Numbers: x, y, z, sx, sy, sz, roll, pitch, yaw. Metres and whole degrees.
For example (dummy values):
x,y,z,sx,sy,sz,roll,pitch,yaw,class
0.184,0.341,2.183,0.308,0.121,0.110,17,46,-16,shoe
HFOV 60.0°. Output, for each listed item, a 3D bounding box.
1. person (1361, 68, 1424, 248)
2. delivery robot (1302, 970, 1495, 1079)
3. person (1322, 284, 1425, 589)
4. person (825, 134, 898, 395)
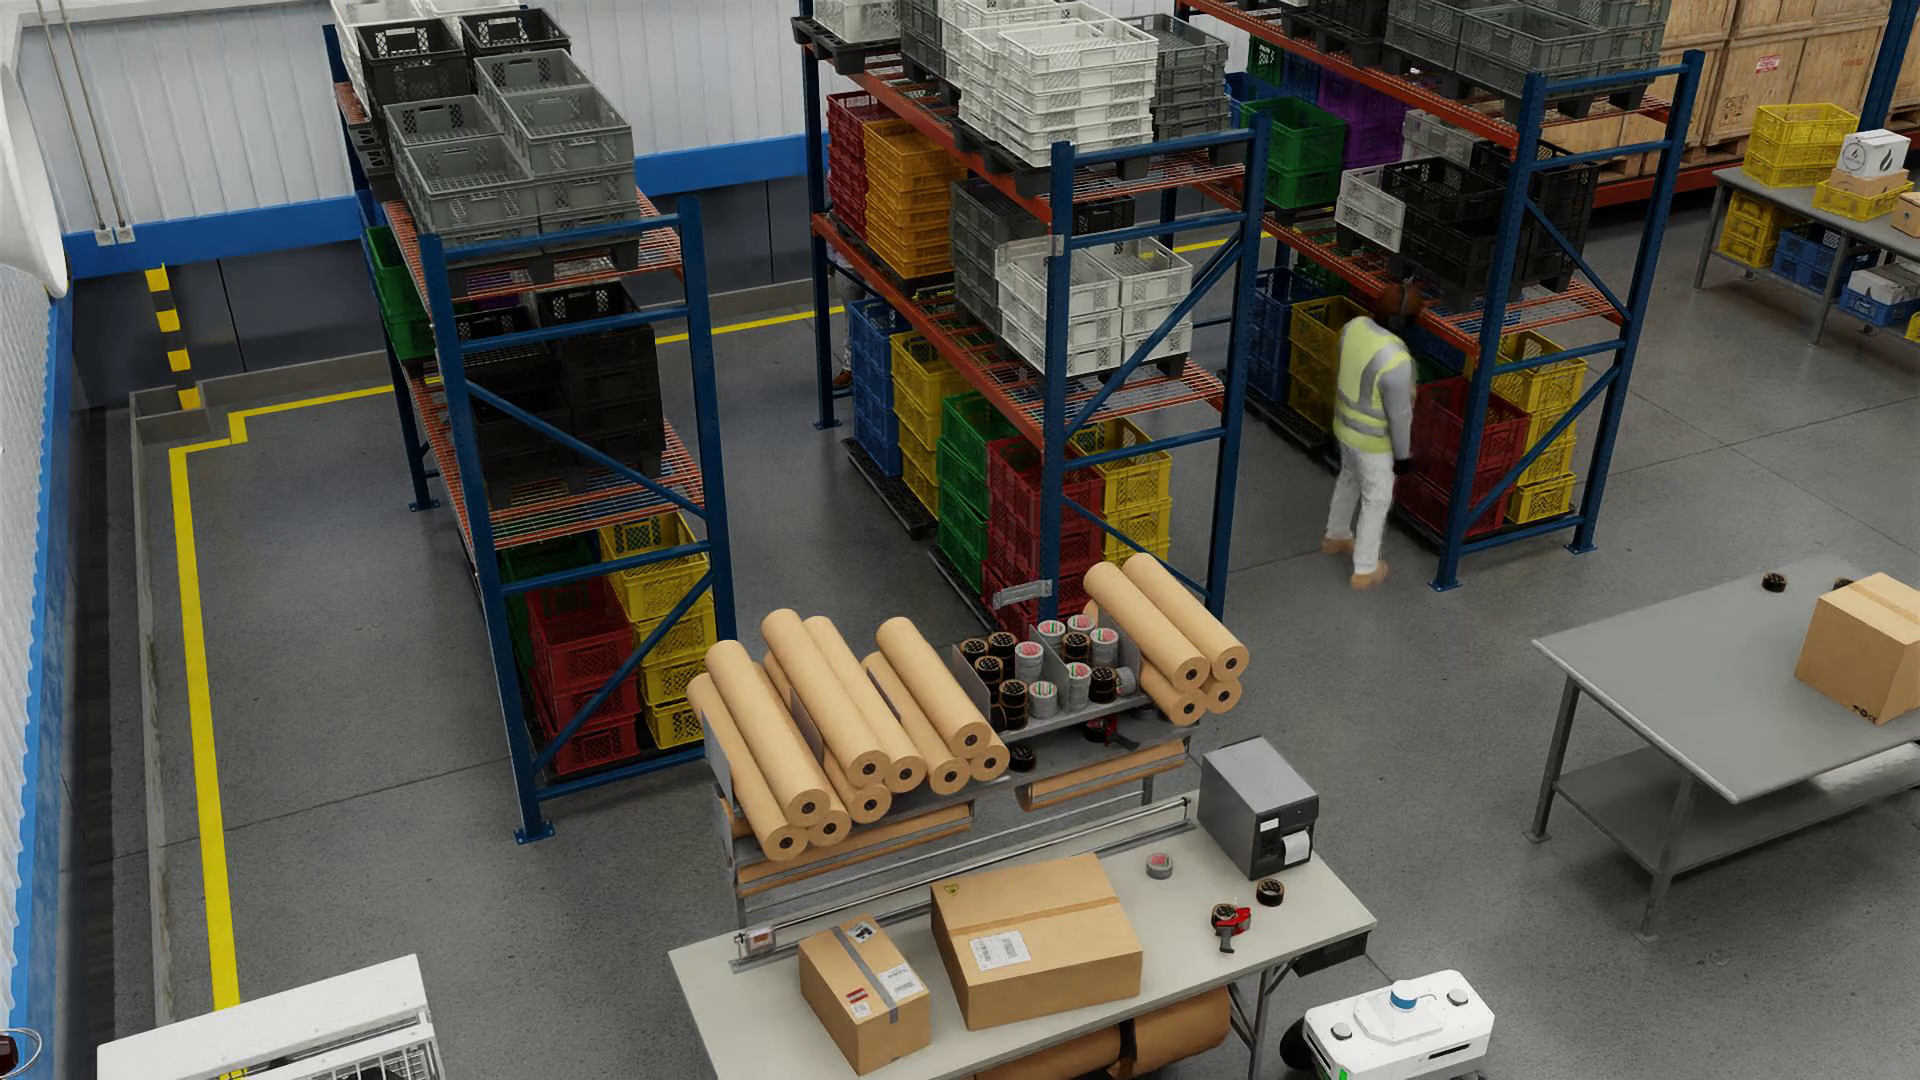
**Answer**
x,y,z,sx,sy,sz,roll,pitch,yaw,class
3.552,-3.329,13.820,0.573,1.887,0.355,-19,36,-27,person
1.702,1.920,6.472,0.707,0.478,0.477,-10,33,-16,delivery robot
2.333,-0.613,9.466,0.434,1.830,0.659,-7,32,-12,person
-0.652,-1.930,11.500,0.631,1.940,0.372,14,34,21,person
